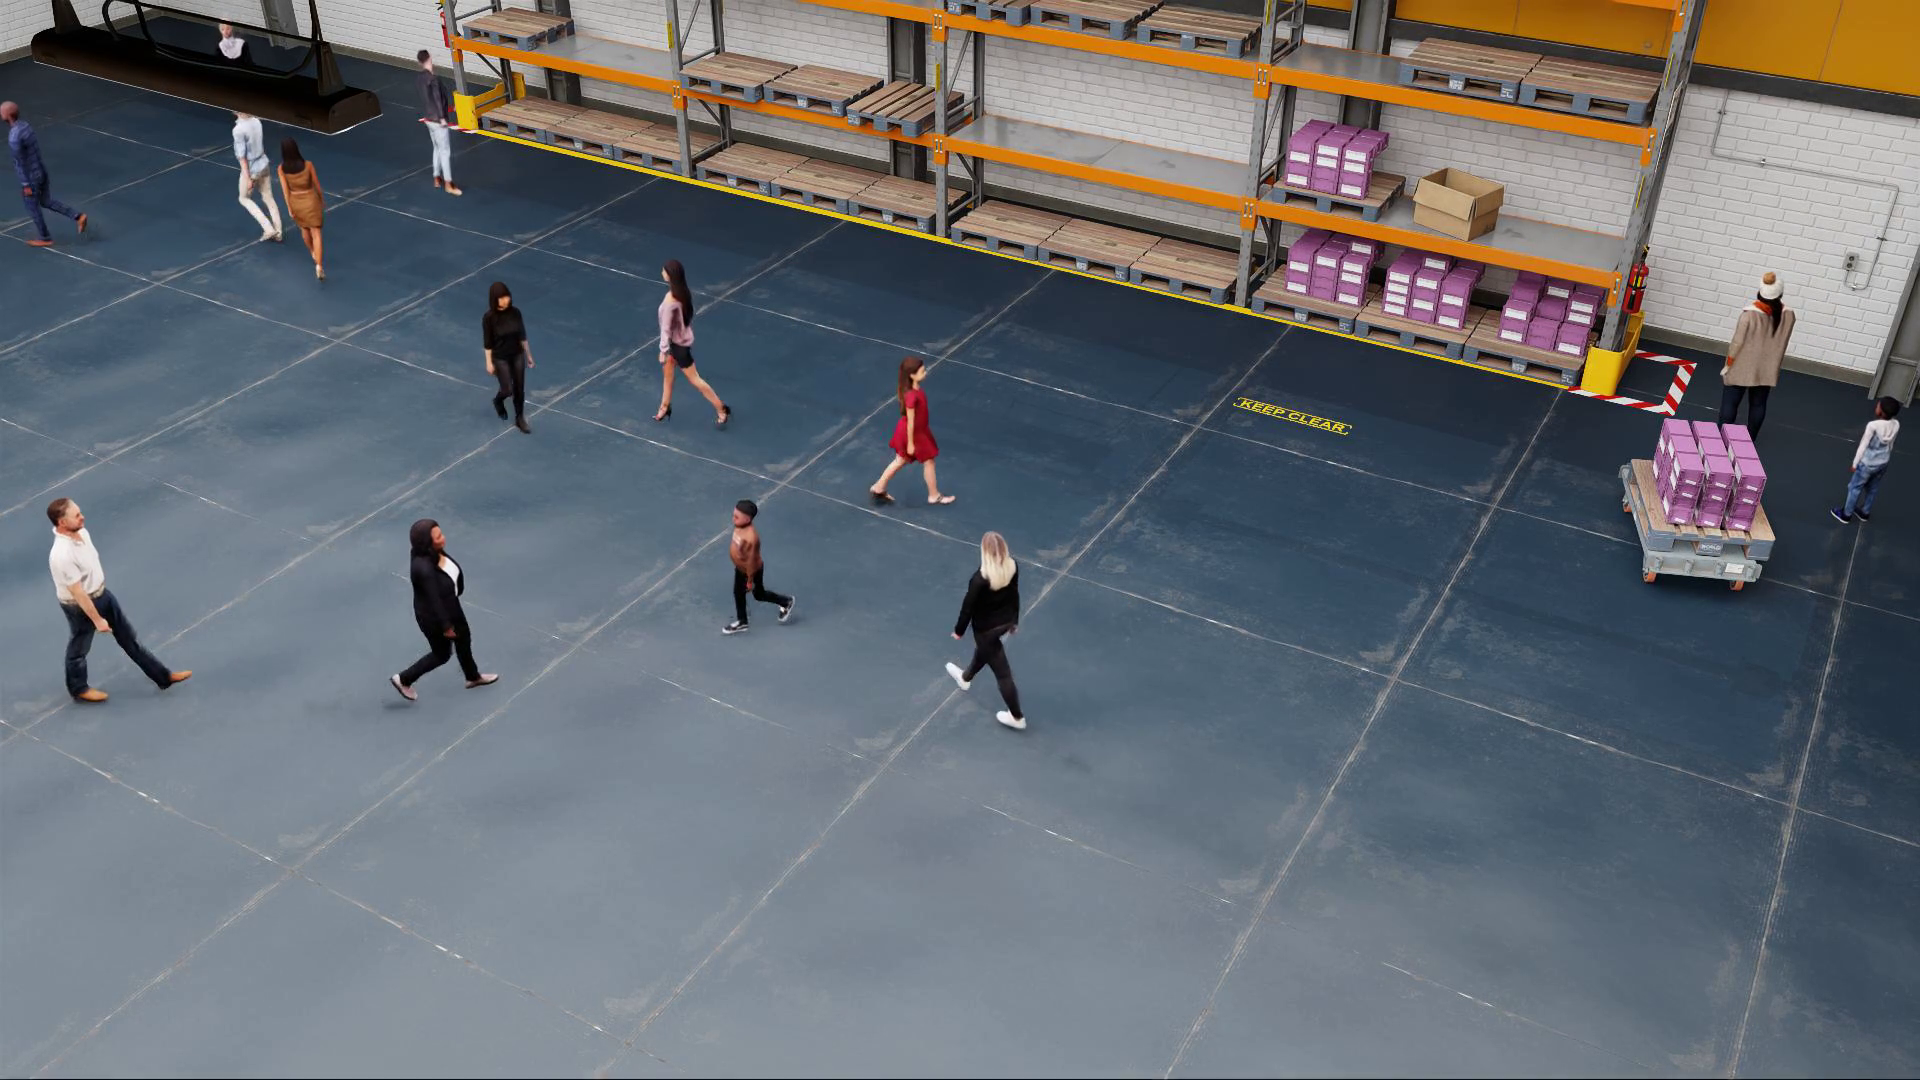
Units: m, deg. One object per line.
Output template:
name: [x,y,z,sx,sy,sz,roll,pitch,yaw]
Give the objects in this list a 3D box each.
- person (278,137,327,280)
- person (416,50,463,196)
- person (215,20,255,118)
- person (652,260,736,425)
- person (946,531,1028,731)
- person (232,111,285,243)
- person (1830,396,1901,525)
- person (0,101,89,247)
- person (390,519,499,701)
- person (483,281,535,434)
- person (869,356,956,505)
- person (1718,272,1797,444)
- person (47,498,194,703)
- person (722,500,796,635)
person: [-7.605,-3.826,19.361,1.054,1.651,1.086,-7,34,-10]
person: [-6.790,-5.400,21.596,0.921,1.798,0.669,-15,36,-21]
person: [-9.947,-6.307,23.018,1.061,1.735,1.209,-13,36,-18]
person: [-2.641,-1.862,16.297,1.179,1.771,0.898,5,34,7]
person: [0.309,0.728,12.516,1.177,1.643,0.824,28,43,36]
person: [-8.470,-4.471,20.162,0.701,1.838,0.715,10,35,15]
person: [8.254,-0.725,15.050,0.550,1.258,0.618,-5,34,-8]
person: [-11.133,-4.423,20.125,1.091,1.800,0.984,-3,34,-5]
person: [-4.084,0.580,12.788,1.113,1.589,1.014,-6,34,-9]
person: [-4.484,-1.817,16.356,0.707,1.632,0.800,-28,43,-35]
person: [-0.503,-0.976,15.184,1.083,1.529,0.907,-2,34,-3]
person: [7.614,-1.701,15.946,0.752,1.893,0.854,3,34,4]
person: [-6.762,0.513,12.694,1.314,1.806,1.097,0,34,0]
person: [-1.669,0.218,13.650,0.847,1.238,0.879,-16,37,-23]
